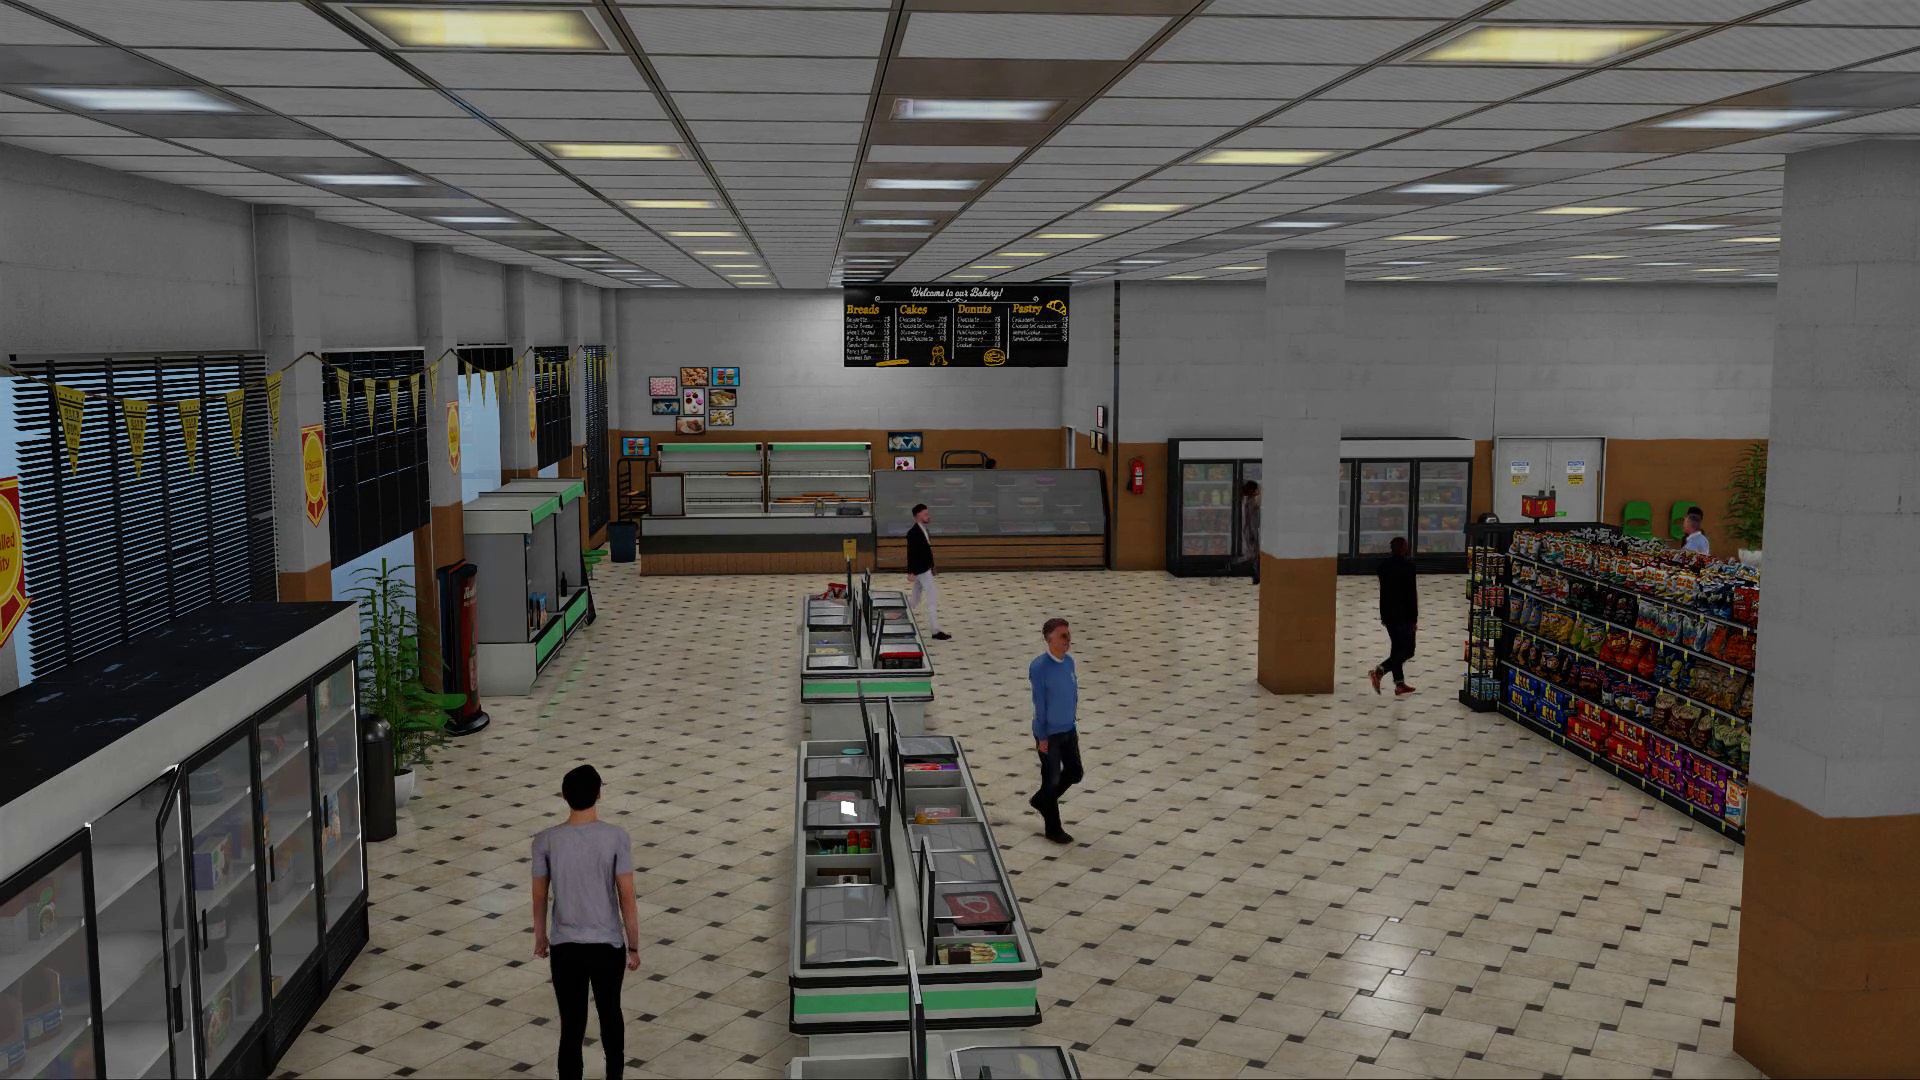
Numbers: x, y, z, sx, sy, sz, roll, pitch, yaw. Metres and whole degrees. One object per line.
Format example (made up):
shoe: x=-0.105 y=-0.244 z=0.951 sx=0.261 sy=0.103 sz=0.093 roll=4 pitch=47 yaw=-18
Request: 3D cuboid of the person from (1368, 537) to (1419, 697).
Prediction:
person: x=4.843 y=0.879 z=18.553 sx=0.978 sy=1.803 sz=1.047 roll=-3 pitch=8 yaw=-26

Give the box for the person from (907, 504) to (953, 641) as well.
person: x=-0.608 y=0.439 z=22.169 sx=0.964 sy=1.809 sz=1.203 roll=1 pitch=7 yaw=12

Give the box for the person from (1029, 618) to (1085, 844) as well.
person: x=0.701 y=1.507 z=13.357 sx=0.881 sy=1.804 sz=0.949 roll=-7 pitch=10 yaw=-44

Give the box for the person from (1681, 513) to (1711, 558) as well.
person: x=9.378 y=0.590 z=21.046 sx=1.138 sy=1.779 sz=1.249 roll=-7 pitch=10 yaw=-45

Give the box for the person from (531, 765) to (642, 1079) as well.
person: x=-1.901 y=2.101 z=8.369 sx=0.720 sy=1.821 sz=1.156 roll=-1 pitch=7 yaw=-7

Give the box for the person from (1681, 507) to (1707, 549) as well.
person: x=9.880 y=0.461 z=22.207 sx=1.060 sy=1.758 sz=1.196 roll=-6 pitch=9 yaw=-41

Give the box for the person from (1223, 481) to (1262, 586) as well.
person: x=4.674 y=-0.099 z=27.093 sx=0.826 sy=1.697 sz=0.984 roll=1 pitch=7 yaw=11
